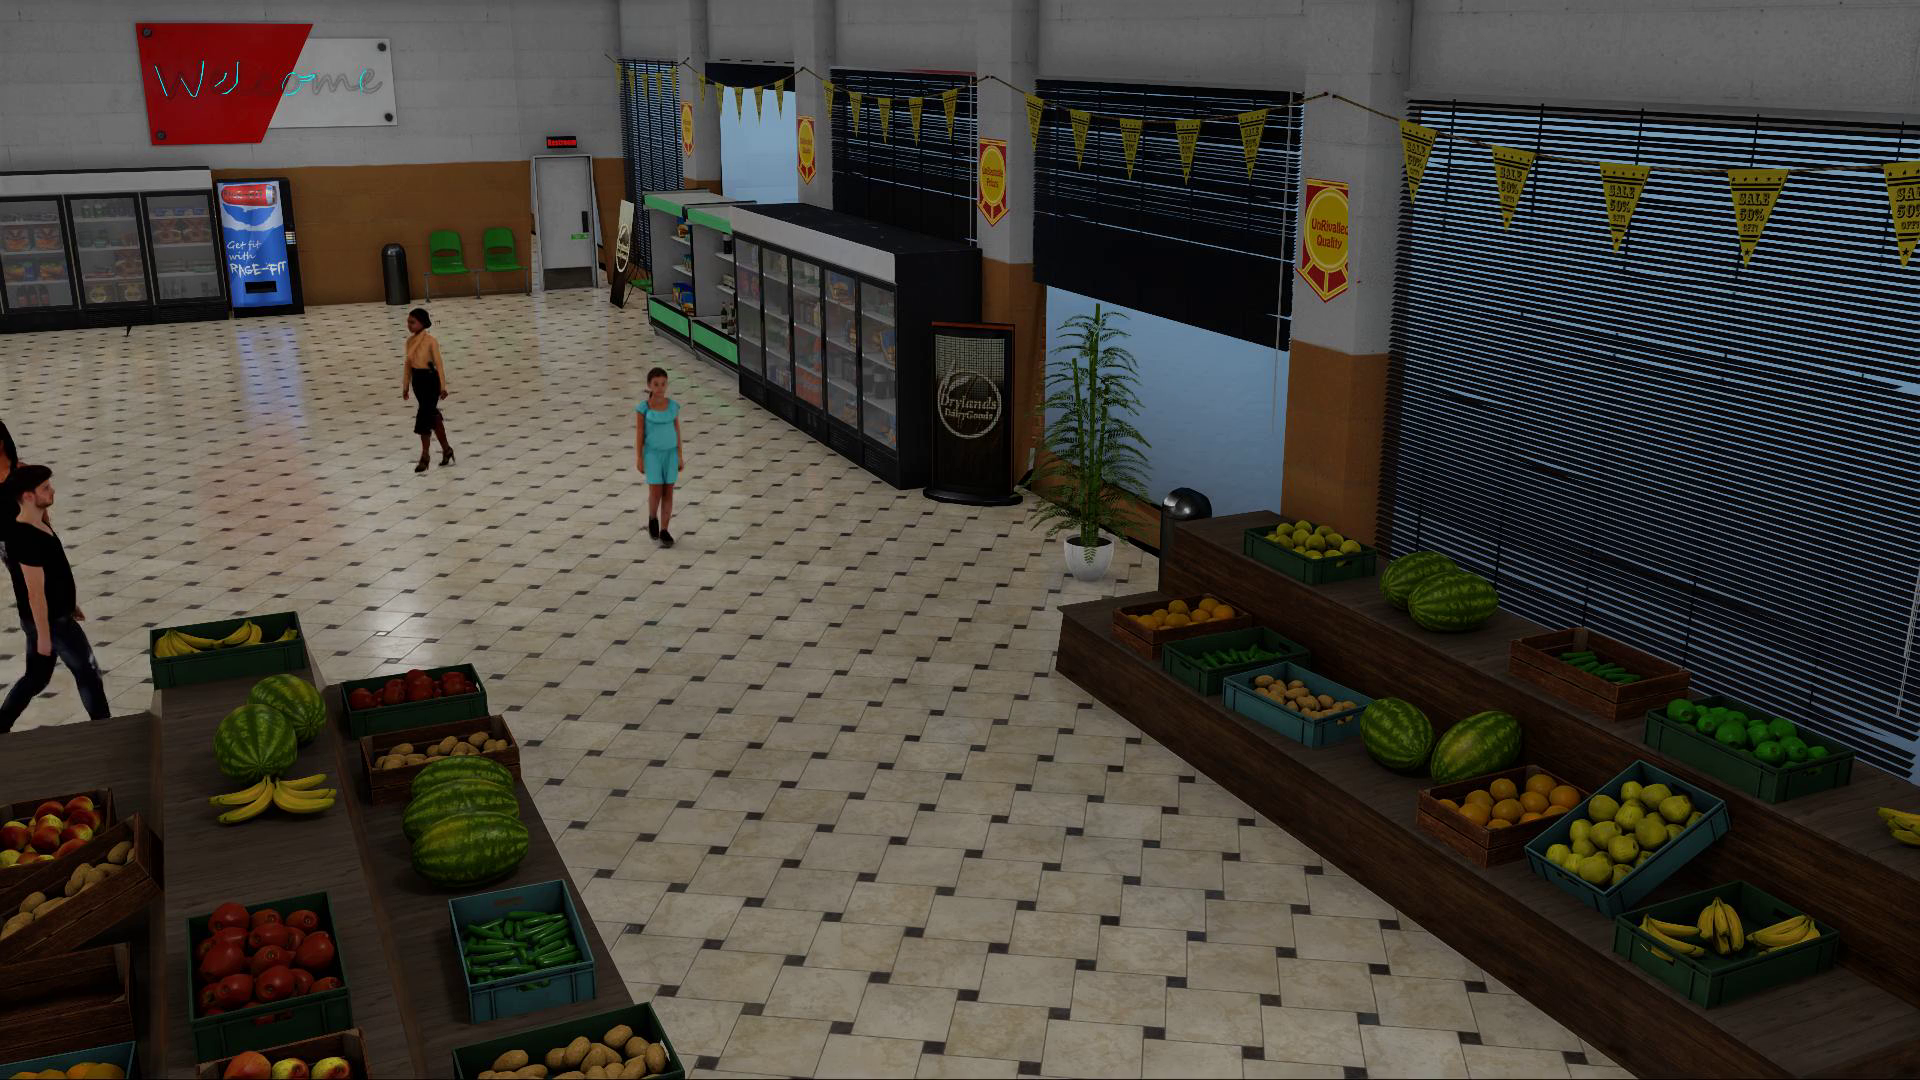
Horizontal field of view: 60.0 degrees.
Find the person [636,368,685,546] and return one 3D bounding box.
[{"bbox_3d":[-2.619,-0.739,14.428,0.549,1.552,0.597,-8,19,-25],"label":"person"}]

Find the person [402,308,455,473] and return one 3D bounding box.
[{"bbox_3d":[-5.349,-1.533,16.906,0.837,1.631,0.871,10,19,29],"label":"person"}]

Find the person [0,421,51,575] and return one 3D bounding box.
[{"bbox_3d":[-6.760,-0.063,12.018,0.722,1.659,0.777,-2,17,-8],"label":"person"}]

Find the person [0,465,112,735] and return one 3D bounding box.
[{"bbox_3d":[-5.486,0.492,9.823,0.857,1.872,1.184,-11,20,-33],"label":"person"}]
